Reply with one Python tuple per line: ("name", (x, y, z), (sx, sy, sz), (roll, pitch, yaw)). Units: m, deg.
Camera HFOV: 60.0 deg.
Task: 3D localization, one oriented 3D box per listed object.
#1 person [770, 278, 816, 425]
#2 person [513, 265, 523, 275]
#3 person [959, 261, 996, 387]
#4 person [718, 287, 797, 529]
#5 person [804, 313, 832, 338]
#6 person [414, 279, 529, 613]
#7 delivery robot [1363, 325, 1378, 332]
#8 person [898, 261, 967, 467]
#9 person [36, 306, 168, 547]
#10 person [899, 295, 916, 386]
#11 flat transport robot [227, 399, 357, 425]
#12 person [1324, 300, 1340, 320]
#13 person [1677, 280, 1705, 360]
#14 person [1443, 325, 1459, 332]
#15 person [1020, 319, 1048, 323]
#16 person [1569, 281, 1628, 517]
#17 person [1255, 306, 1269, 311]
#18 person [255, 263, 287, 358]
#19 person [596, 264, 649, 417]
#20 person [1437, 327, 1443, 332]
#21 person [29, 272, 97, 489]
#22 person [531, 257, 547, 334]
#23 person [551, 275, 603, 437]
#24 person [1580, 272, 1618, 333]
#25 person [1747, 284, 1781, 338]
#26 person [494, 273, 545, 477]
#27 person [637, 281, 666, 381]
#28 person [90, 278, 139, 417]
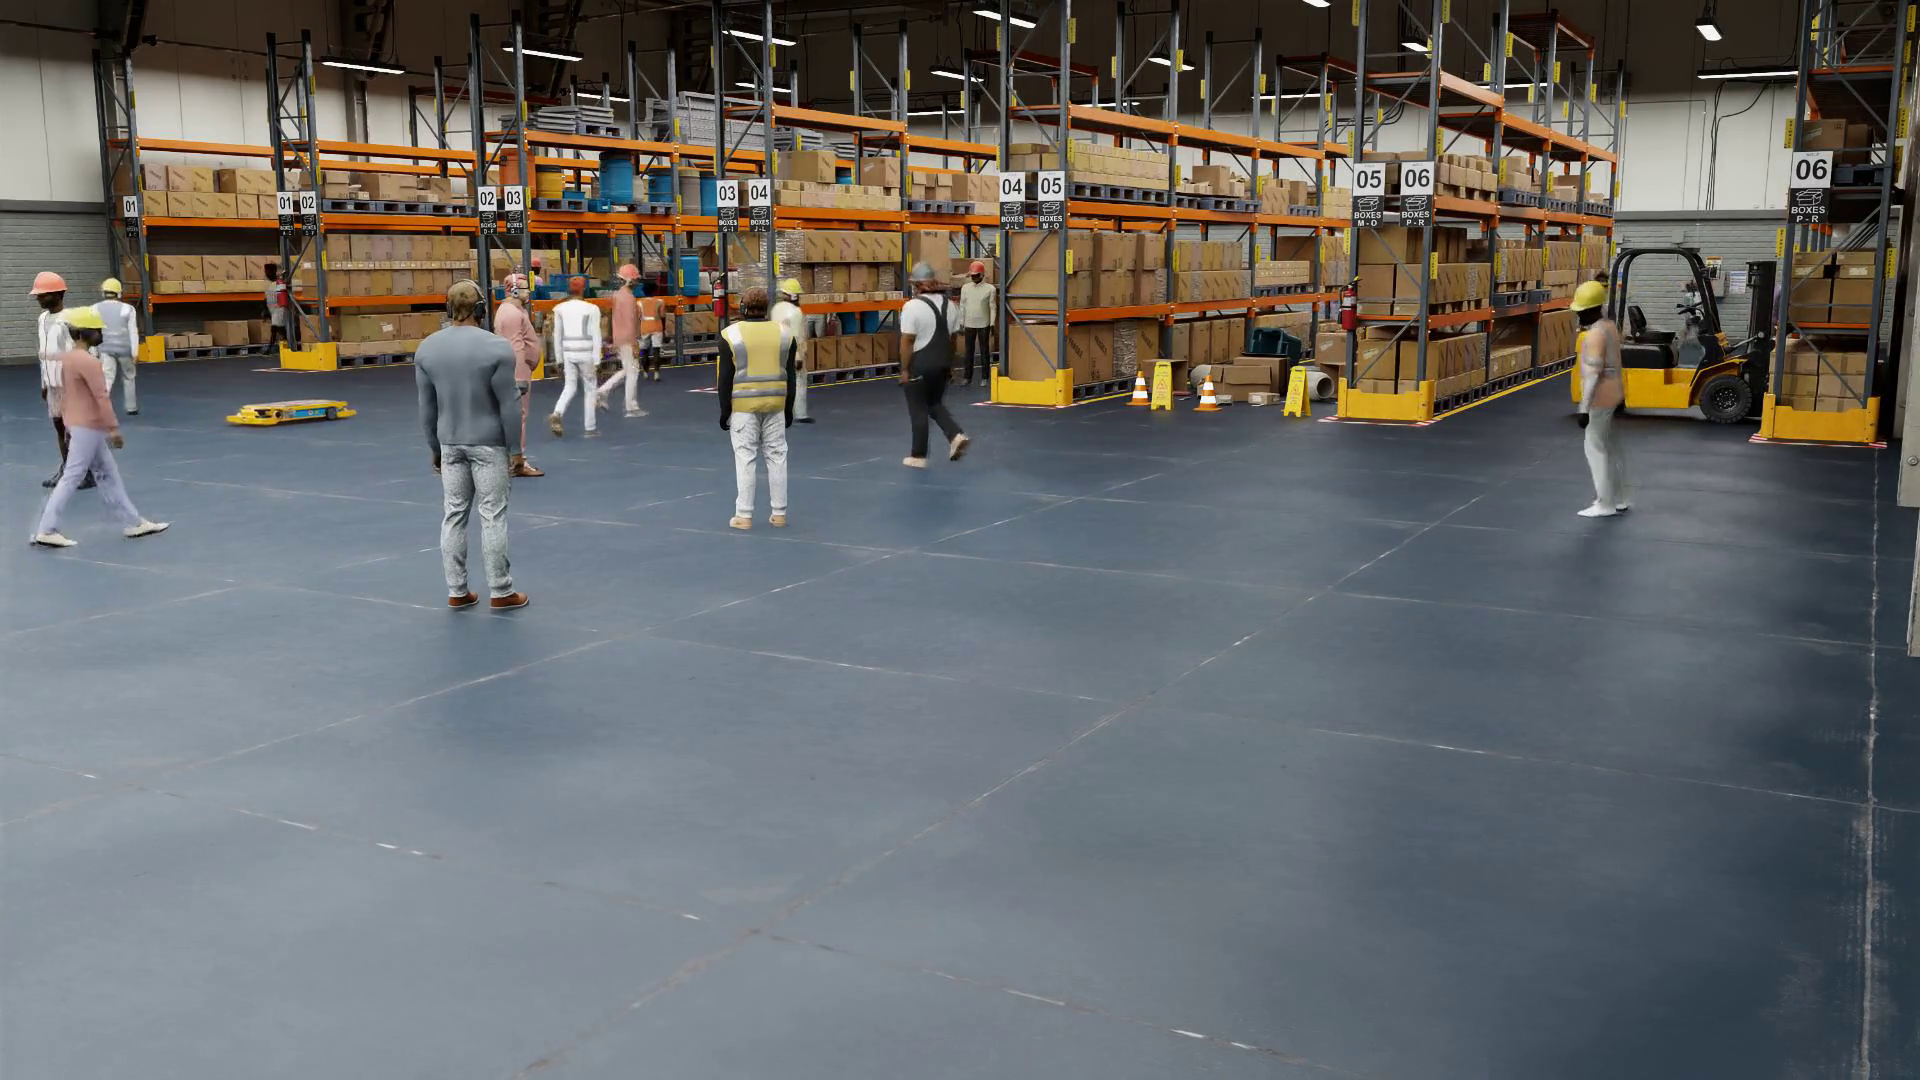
("person", (-2.123, -2.284, 20.285), (0.728, 1.807, 0.600), (-8, 13, -41))
("person", (-8.105, -4.095, 30.631), (0.406, 1.901, 0.639), (-6, 12, -33))
("person", (0.270, -3.428, 26.472), (0.609, 1.985, 0.392), (3, 10, 18))
("person", (-1.553, -1.000, 12.682), (0.626, 1.844, 0.429), (-5, 11, -27))
("person", (-2.572, -3.922, 29.536), (0.624, 1.934, 0.364), (0, 10, 1))
("person", (-2.827, -0.536, 9.675), (0.632, 1.940, 0.372), (2, 10, 11))
("delivery robot", (9.342, -4.633, 37.433), (0.707, 0.478, 0.477), (-1, 10, -8))
("person", (-0.326, -1.721, 16.317), (0.640, 2.000, 0.691), (9, 13, 42))
("person", (-6.261, -0.817, 11.973), (0.925, 1.715, 0.545), (-9, 13, -42))
("person", (-0.553, -3.356, 26.668), (0.520, 1.794, 0.881), (6, 12, 33))
("flat transport robot", (-8.377, -1.617, 20.883), (0.652, 0.197, 1.431), (5, 11, 29))
("person", (8.738, -5.513, 38.985), (0.416, 1.881, 0.759), (7, 12, 35))
("person", (14.615, -4.375, 33.165), (0.548, 1.592, 0.886), (-5, 11, -28))
("person", (10.636, -4.997, 35.963), (0.563, 1.898, 0.811), (-7, 12, -35))
("person", (1.290, -3.772, 29.640), (0.514, 1.596, 0.868), (7, 12, 34))
("person", (5.072, -1.113, 13.227), (0.498, 1.878, 0.647), (5, 11, 28))
("person", (6.807, -5.257, 37.458), (0.544, 1.903, 0.871), (5, 11, 25))
("person", (-14.044, -4.666, 33.895), (0.619, 1.914, 0.981), (7, 12, 37))
("person", (-4.362, -2.556, 21.399), (0.626, 1.979, 0.623), (-5, 11, -26))
("person", (9.121, -4.340, 32.097), (0.565, 1.882, 0.975), (5, 11, 28))
("person", (-8.004, -1.409, 14.797), (0.551, 1.932, 0.377), (5, 11, 27))
("person", (-8.360, -4.535, 32.782), (0.614, 2.043, 0.374), (8, 12, 38))
("person", (-4.351, -2.058, 18.830), (0.584, 1.861, 0.759), (3, 10, 15))
("person", (9.984, -3.267, 26.028), (0.525, 1.811, 1.005), (5, 11, 25))
("person", (13.958, -3.795, 28.795), (0.594, 1.922, 0.385), (5, 11, 27))
("person", (-4.166, -1.556, 15.739), (0.405, 1.911, 0.636), (-4, 10, -21))
("person", (-5.157, -3.482, 27.733), (0.528, 1.657, 0.863), (-2, 10, -10))
("person", (-10.739, -2.420, 21.105), (0.599, 1.808, 0.811), (-1, 10, -8))
